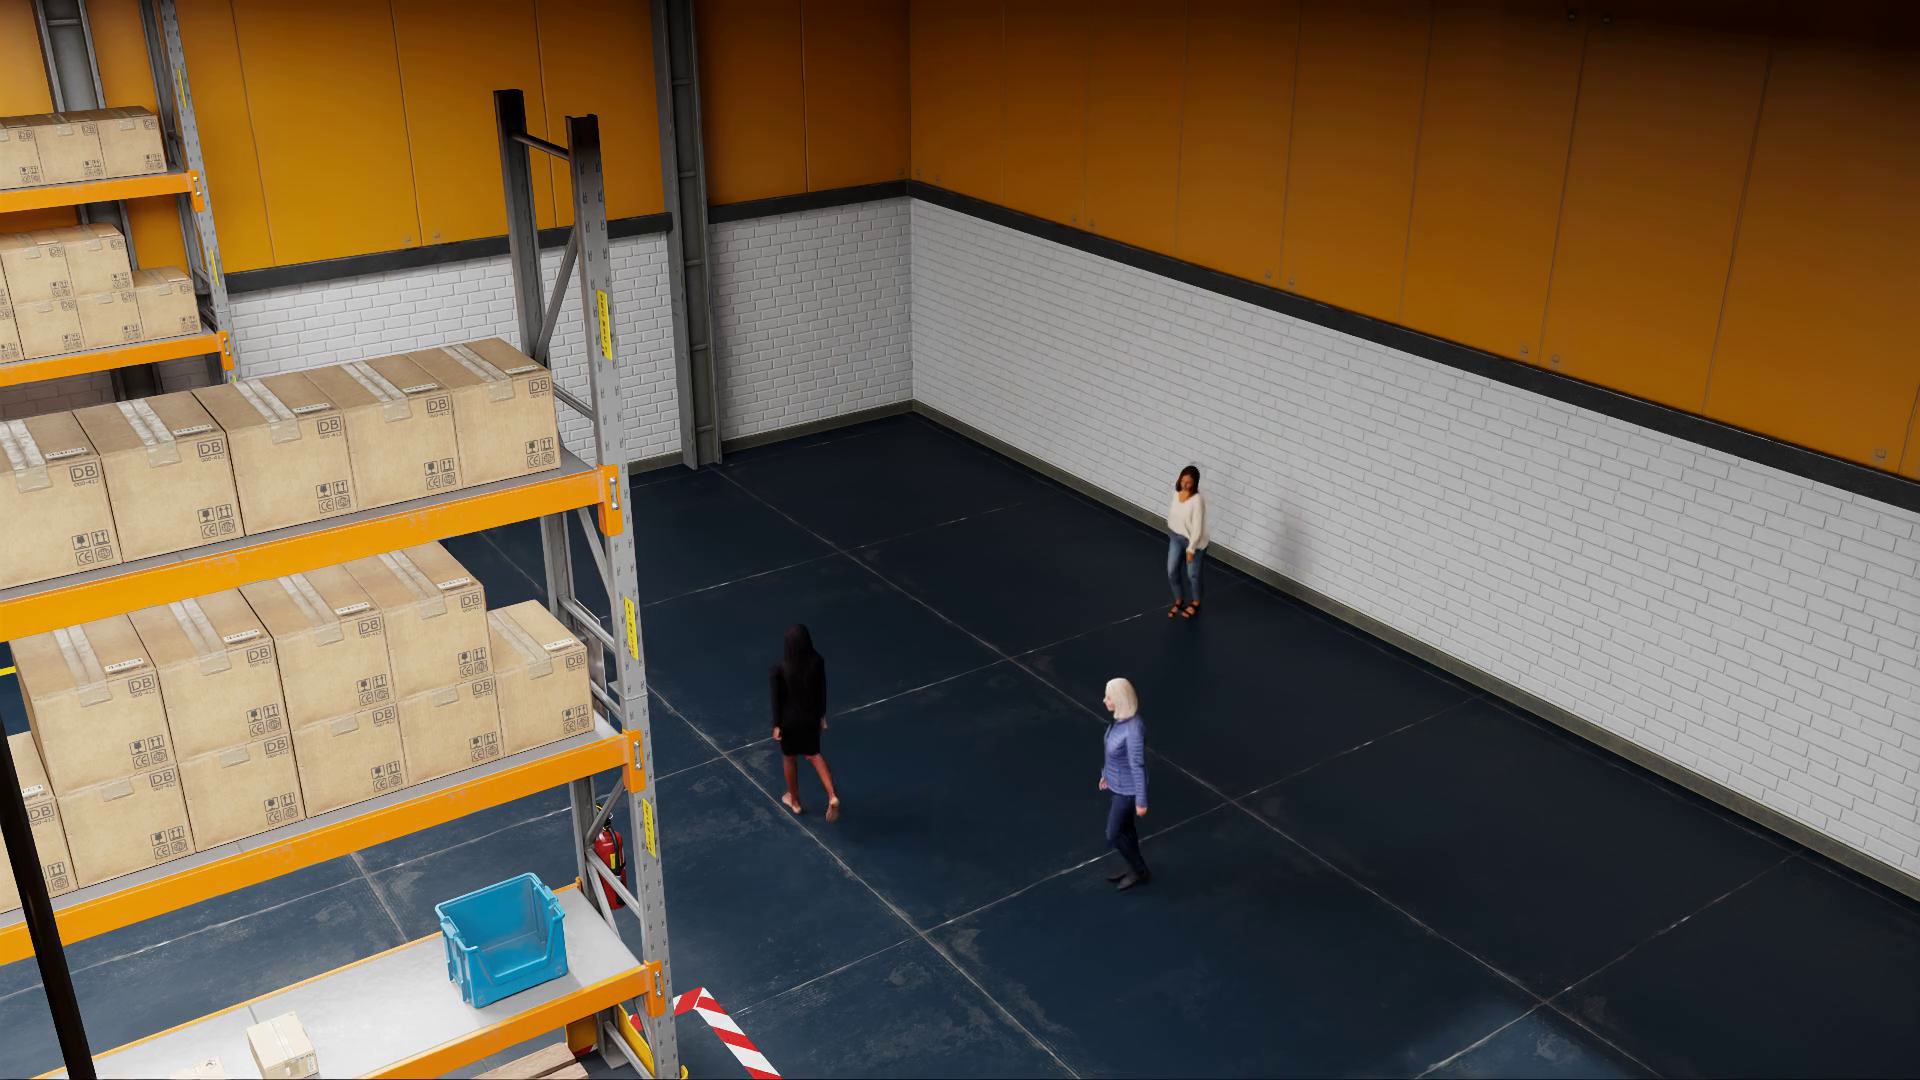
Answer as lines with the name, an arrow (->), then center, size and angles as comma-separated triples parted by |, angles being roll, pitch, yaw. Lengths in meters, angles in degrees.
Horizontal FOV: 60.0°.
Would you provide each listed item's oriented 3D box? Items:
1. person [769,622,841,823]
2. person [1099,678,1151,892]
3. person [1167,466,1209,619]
person -> -1.189, 1.429, 12.721 | 0.897, 1.700, 0.690 | -15, 28, -30
person -> 1.297, 1.744, 11.975 | 0.790, 1.722, 0.767 | -2, 24, -4
person -> 2.235, 0.003, 16.050 | 0.658, 1.647, 0.630 | -11, 26, -24
